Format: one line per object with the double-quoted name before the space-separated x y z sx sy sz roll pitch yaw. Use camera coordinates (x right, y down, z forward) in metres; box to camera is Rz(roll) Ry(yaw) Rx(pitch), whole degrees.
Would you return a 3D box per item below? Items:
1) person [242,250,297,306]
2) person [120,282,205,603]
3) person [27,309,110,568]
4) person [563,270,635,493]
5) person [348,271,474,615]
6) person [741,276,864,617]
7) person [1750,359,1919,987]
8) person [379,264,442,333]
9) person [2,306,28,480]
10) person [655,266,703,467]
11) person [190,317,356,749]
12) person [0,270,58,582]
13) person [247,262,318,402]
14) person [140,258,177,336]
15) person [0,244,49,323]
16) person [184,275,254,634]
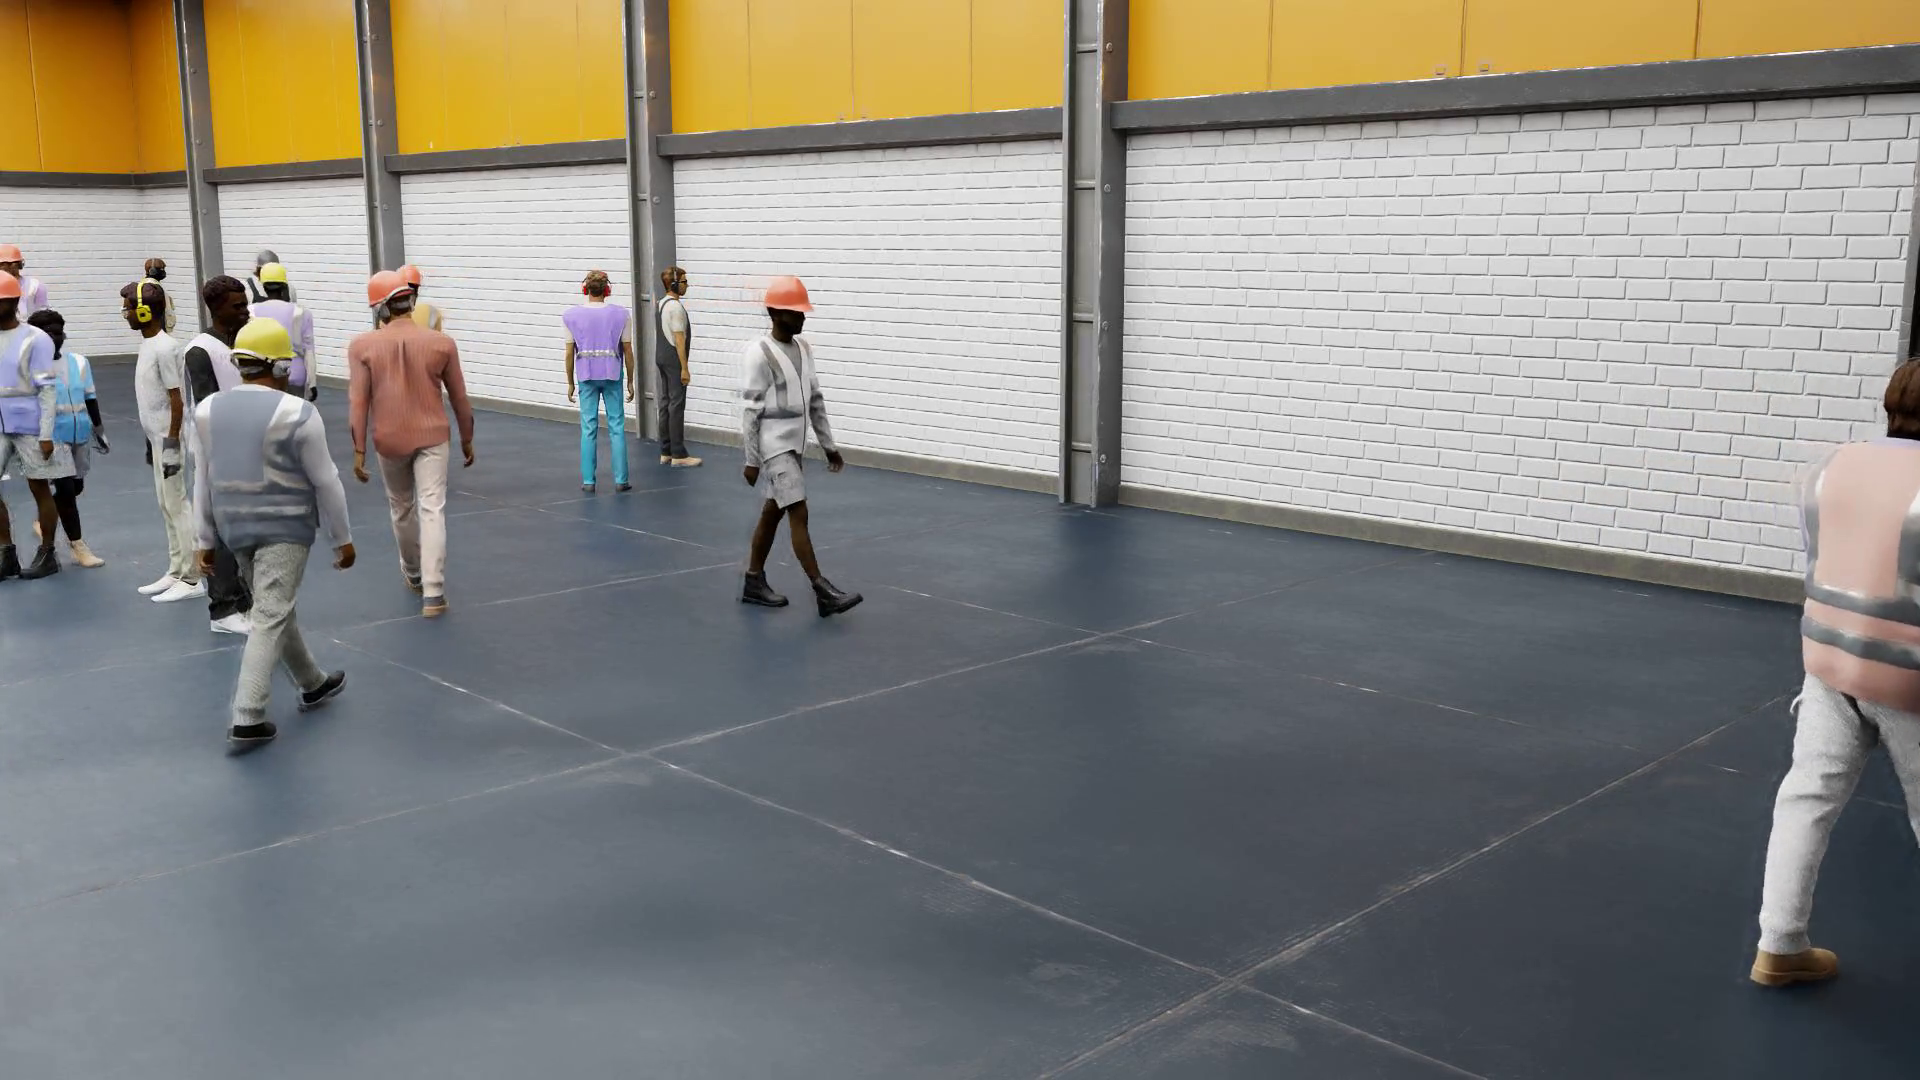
"person" -7.755 -2.295 18.659 0.679 2.000 0.986 -7 12 -33
"person" -4.669 -0.566 9.721 0.334 1.864 0.521 -7 13 -34
"person" -5.897 -0.670 10.826 0.800 1.668 0.534 5 11 25
"person" -2.987 -1.308 13.805 0.565 1.846 0.389 -2 11 -10
"person" -3.152 -0.579 9.607 0.659 1.916 1.048 -3 11 -15
"person" -0.891 -0.519 9.358 0.941 1.891 0.570 5 11 25
"person" 2.704 0.382 4.723 0.944 1.792 0.643 -4 11 -21
"person" -4.652 -1.400 14.207 0.538 1.900 0.965 -6 12 -28
"person" -8.337 -1.389 14.561 0.344 1.733 0.479 6 12 28
"person" -2.637 -1.601 15.405 0.344 1.847 0.506 -6 12 -30
"person" -2.929 -0.051 7.128 0.614 1.781 0.928 3 11 14
"person" -5.826 -0.678 10.159 0.570 1.919 0.649 1 10 6
"person" -5.665 -1.348 13.846 0.590 1.911 0.636 -3 11 -18
"person" -10.253 -2.676 21.286 0.429 1.839 0.634 -8 13 -36
"person" -9.933 -2.091 17.543 0.615 2.041 0.391 -3 11 -18
"person" -3.948 -0.460 8.989 0.375 1.917 0.598 0 10 0
